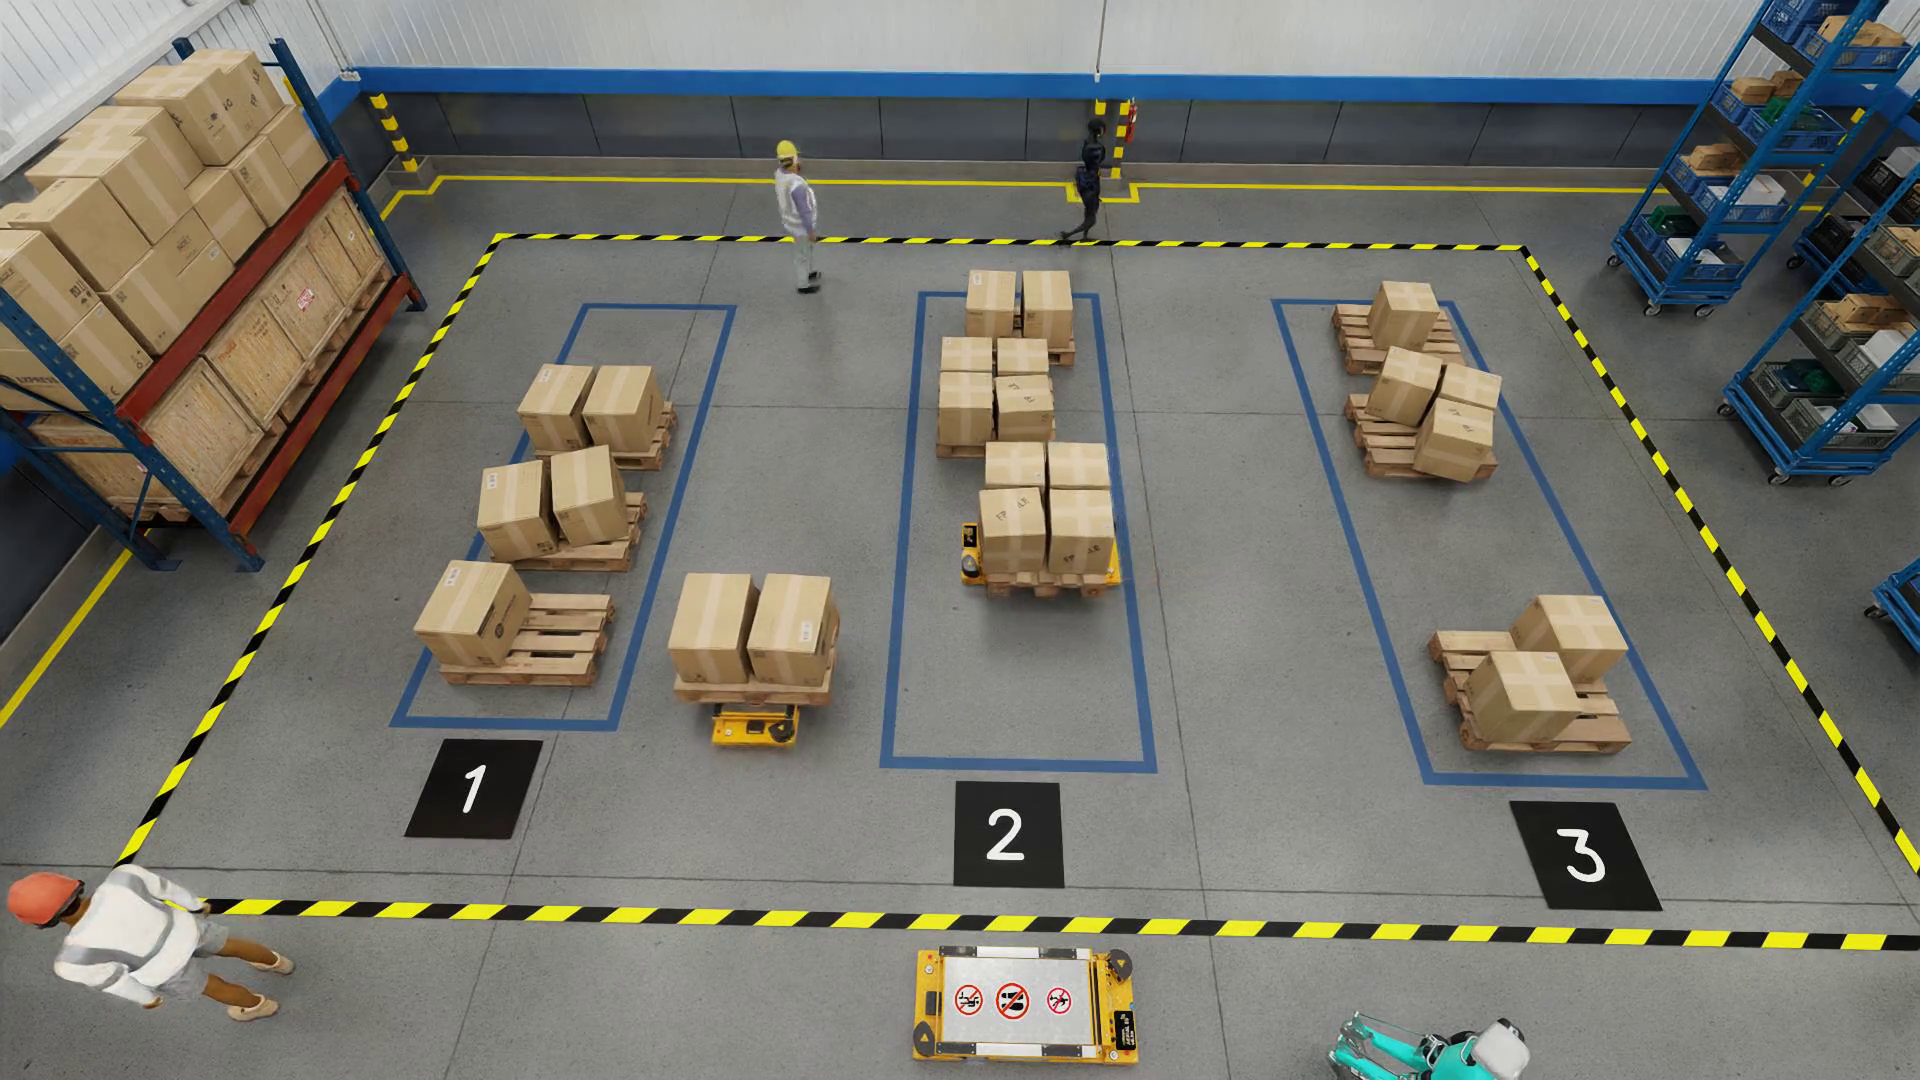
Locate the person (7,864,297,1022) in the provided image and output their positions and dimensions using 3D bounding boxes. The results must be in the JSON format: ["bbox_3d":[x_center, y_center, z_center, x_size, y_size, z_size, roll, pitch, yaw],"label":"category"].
[{"bbox_3d":[-4.698,2.399,5.387,0.389,2.040,0.613,1,51,1],"label":"person"}]

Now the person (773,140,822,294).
[{"bbox_3d":[-1.836,-3.618,10.465,0.406,1.789,0.620,-20,54,-16],"label":"person"}]

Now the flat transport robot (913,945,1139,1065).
[{"bbox_3d":[0.422,3.041,6.007,1.431,0.231,0.659,1,51,1],"label":"flat transport robot"}]

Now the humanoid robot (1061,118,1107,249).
[{"bbox_3d":[1.507,-4.300,11.086,0.491,1.647,0.594,-7,51,-5],"label":"humanoid robot"}]

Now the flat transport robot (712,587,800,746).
[{"bbox_3d":[-1.618,1.019,7.637,0.652,0.197,1.431,1,51,1],"label":"flat transport robot"}]

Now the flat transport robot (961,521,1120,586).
[{"bbox_3d":[0.731,0.091,8.394,1.431,0.197,0.652,1,51,1],"label":"flat transport robot"}]

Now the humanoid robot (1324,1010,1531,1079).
[{"bbox_3d":[2.452,2.857,5.123,0.533,1.677,0.735,-37,60,-26],"label":"humanoid robot"}]
